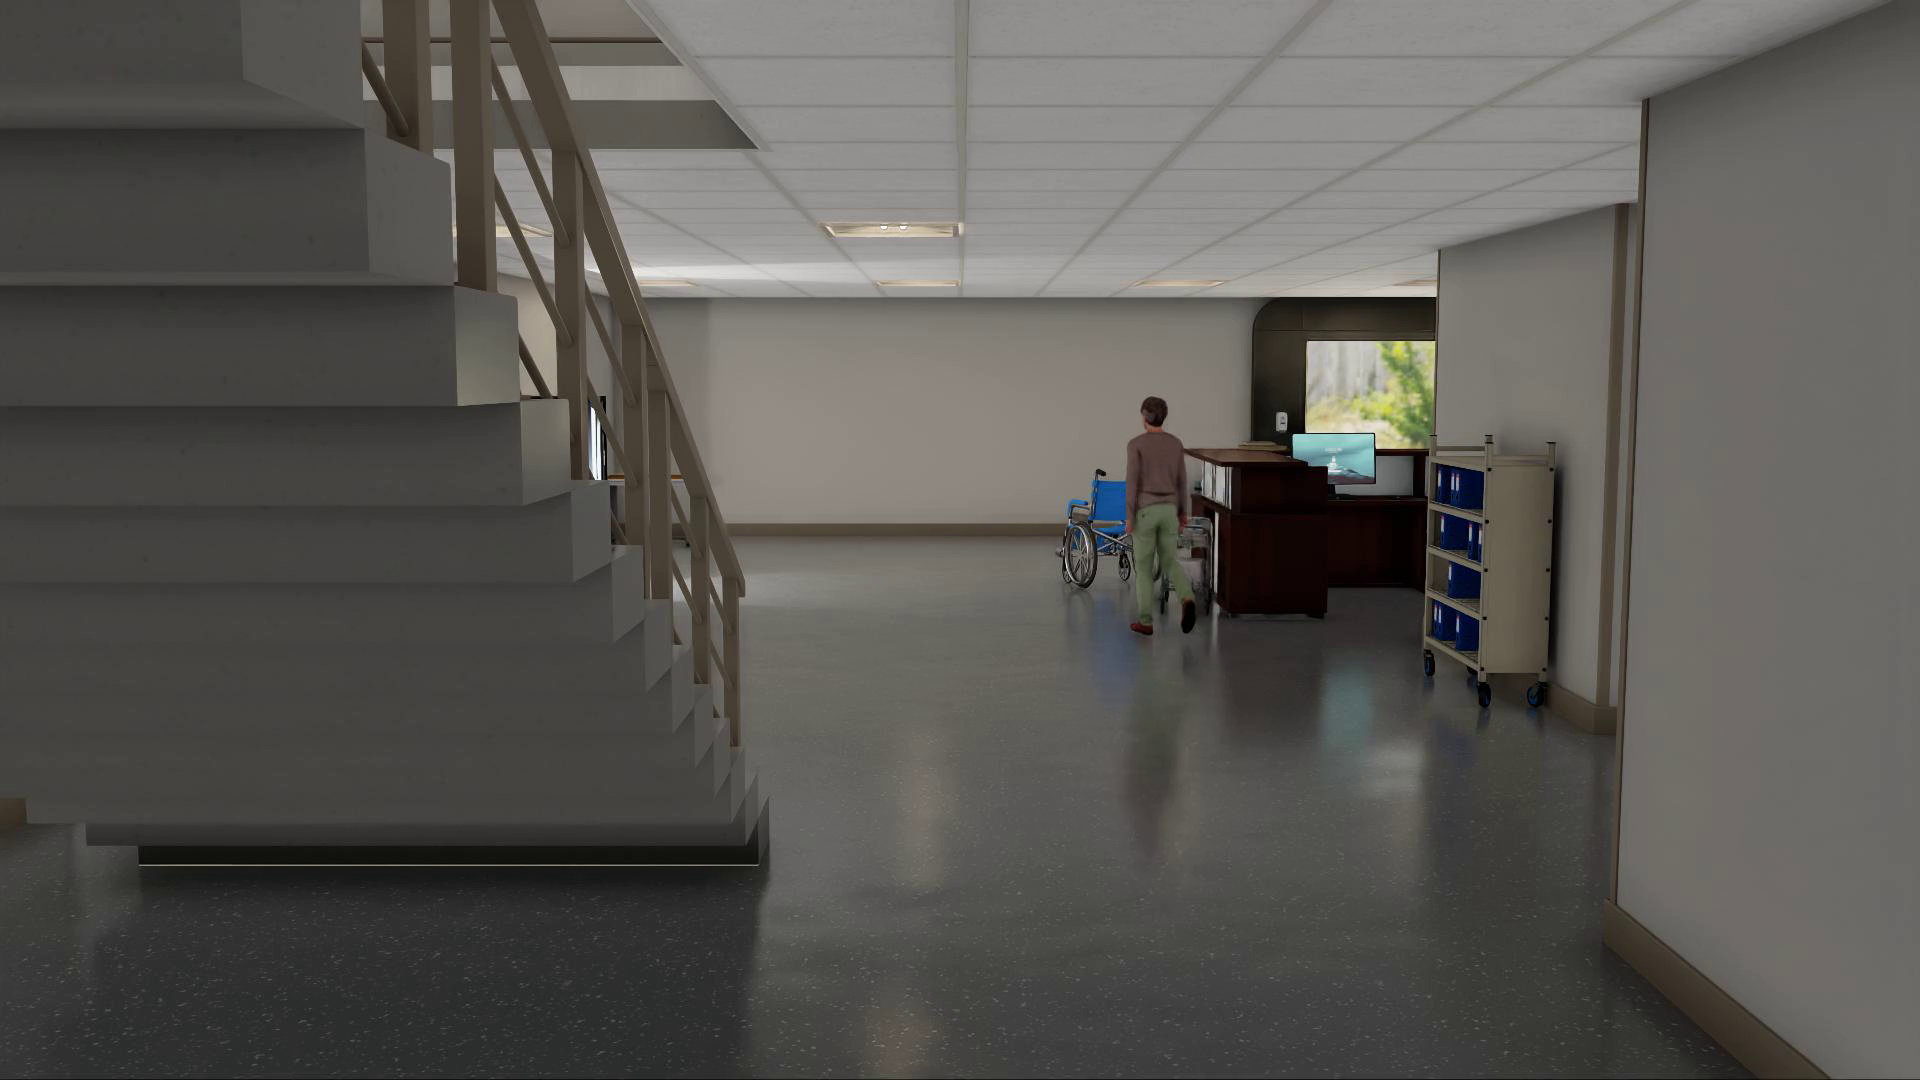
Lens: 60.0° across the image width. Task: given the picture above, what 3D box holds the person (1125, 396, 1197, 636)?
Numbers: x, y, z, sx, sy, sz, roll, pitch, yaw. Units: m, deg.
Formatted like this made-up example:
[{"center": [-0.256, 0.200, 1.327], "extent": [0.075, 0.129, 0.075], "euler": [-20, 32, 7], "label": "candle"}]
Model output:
[{"center": [1.552, -0.162, 12.825], "extent": [0.877, 1.860, 1.080], "euler": [-2, 6, -20], "label": "person"}]
